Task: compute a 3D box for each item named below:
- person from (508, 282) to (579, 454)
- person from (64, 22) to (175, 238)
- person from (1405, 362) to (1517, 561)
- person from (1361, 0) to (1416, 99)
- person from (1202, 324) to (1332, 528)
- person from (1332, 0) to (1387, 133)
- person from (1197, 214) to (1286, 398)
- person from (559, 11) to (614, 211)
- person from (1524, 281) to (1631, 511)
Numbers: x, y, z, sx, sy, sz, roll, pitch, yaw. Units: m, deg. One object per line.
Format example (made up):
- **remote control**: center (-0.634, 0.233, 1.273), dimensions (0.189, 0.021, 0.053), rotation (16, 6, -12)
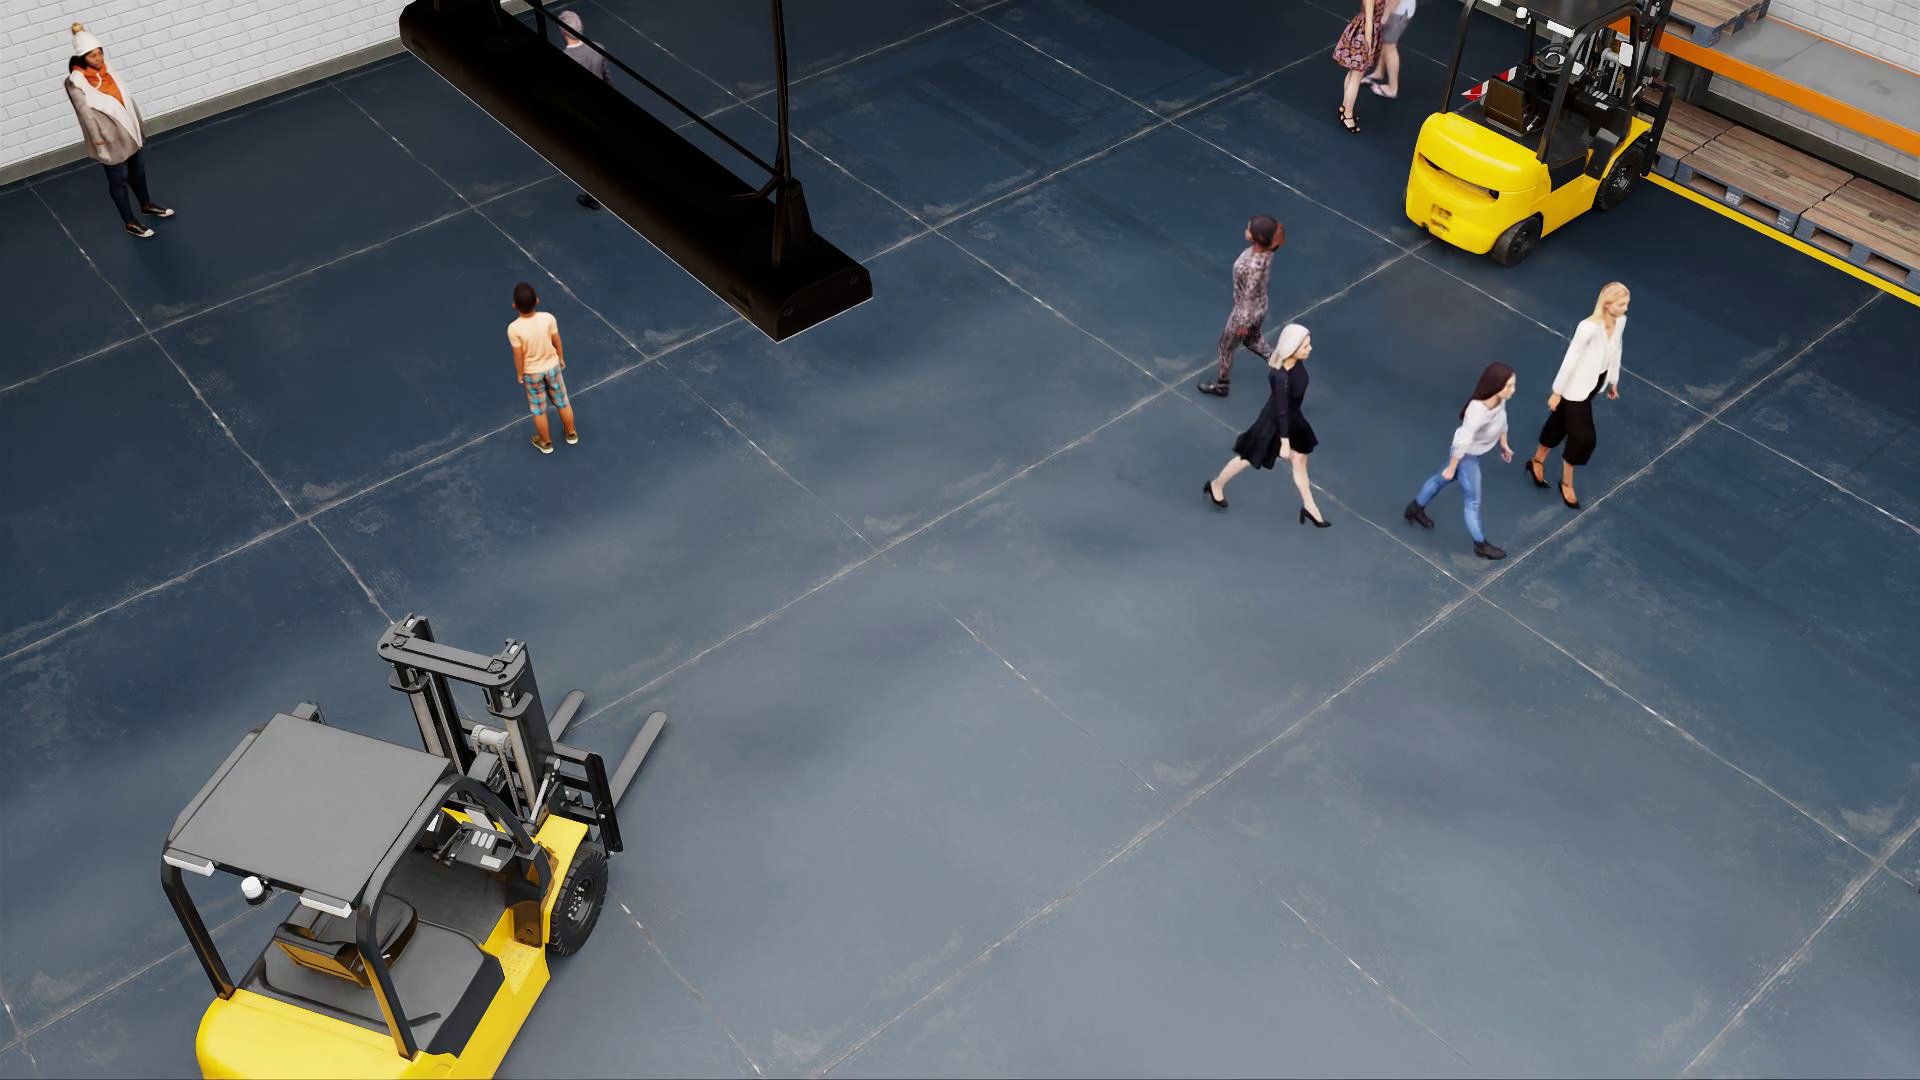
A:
- **person**: center (-3.109, -1.278, 12.337), dimensions (0.542, 1.461, 0.524), rotation (-23, 48, -23)
- **person**: center (-7.368, -3.568, 14.420), dimensions (0.869, 1.903, 0.823), rotation (8, 44, 8)
- **person**: center (3.444, -0.611, 11.550), dimensions (1.099, 1.581, 0.824), rotation (23, 48, 22)
- **person**: center (4.302, -5.154, 16.158), dimensions (0.858, 1.802, 0.774), rotation (4, 44, 4)
- **person**: center (2.134, -0.785, 11.655), dimensions (1.267, 1.687, 1.009), rotation (15, 46, 15)
- **person**: center (3.825, -4.726, 15.728), dimensions (0.855, 1.777, 0.803), rotation (7, 44, 8)
- **person**: center (2.267, -1.721, 12.633), dimensions (1.108, 1.694, 0.871), rotation (16, 46, 16)
- **person**: center (-3.297, -3.802, 14.713), dimensions (0.709, 1.837, 0.575), rotation (-30, 51, -27)
- **person**: center (4.350, -1.095, 11.870), dimensions (0.663, 1.839, 0.767), rotation (-28, 50, -26)
